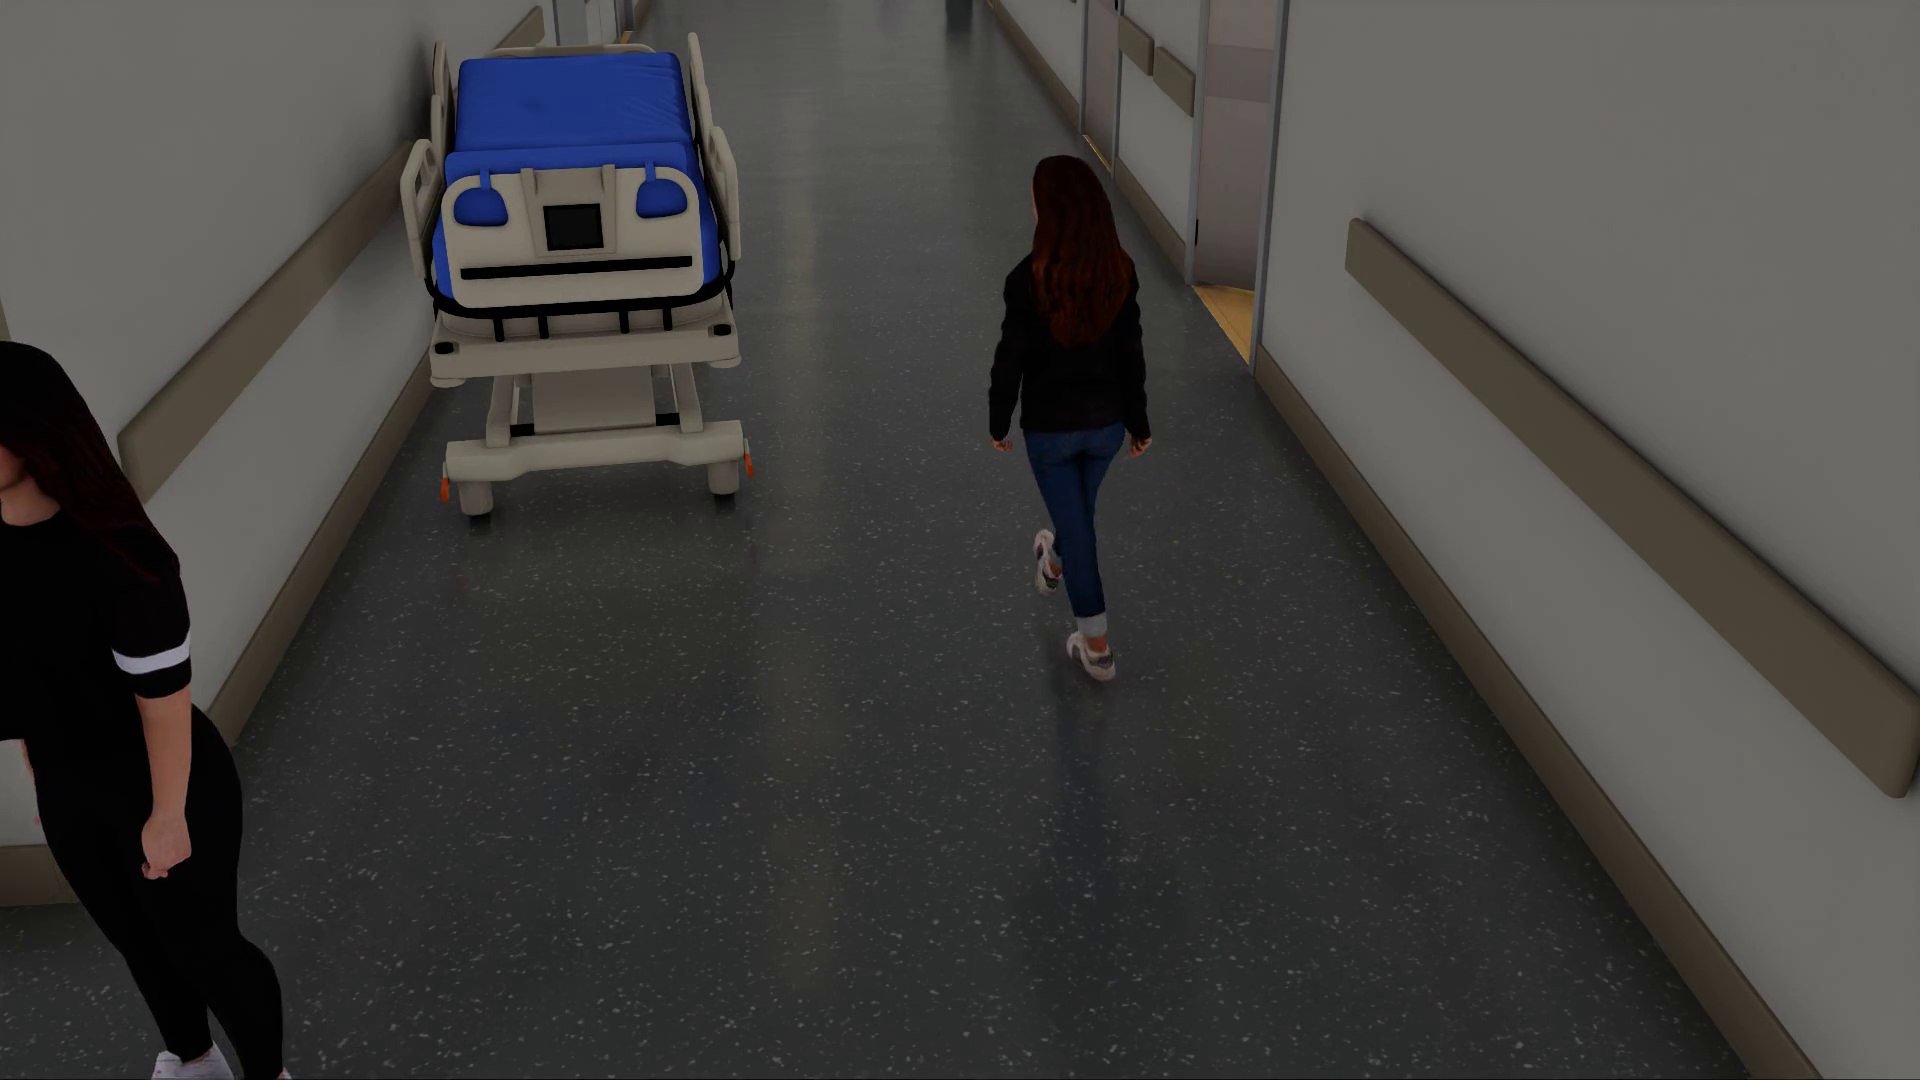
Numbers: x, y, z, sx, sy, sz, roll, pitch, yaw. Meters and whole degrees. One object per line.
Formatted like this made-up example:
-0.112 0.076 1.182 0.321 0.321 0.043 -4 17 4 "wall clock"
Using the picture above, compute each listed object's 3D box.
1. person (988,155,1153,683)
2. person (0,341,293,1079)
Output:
0.341 -0.289 4.600 0.948 1.443 0.811 -9 27 -18 "person"
-1.452 0.418 2.910 0.673 1.636 0.765 11 28 21 "person"
